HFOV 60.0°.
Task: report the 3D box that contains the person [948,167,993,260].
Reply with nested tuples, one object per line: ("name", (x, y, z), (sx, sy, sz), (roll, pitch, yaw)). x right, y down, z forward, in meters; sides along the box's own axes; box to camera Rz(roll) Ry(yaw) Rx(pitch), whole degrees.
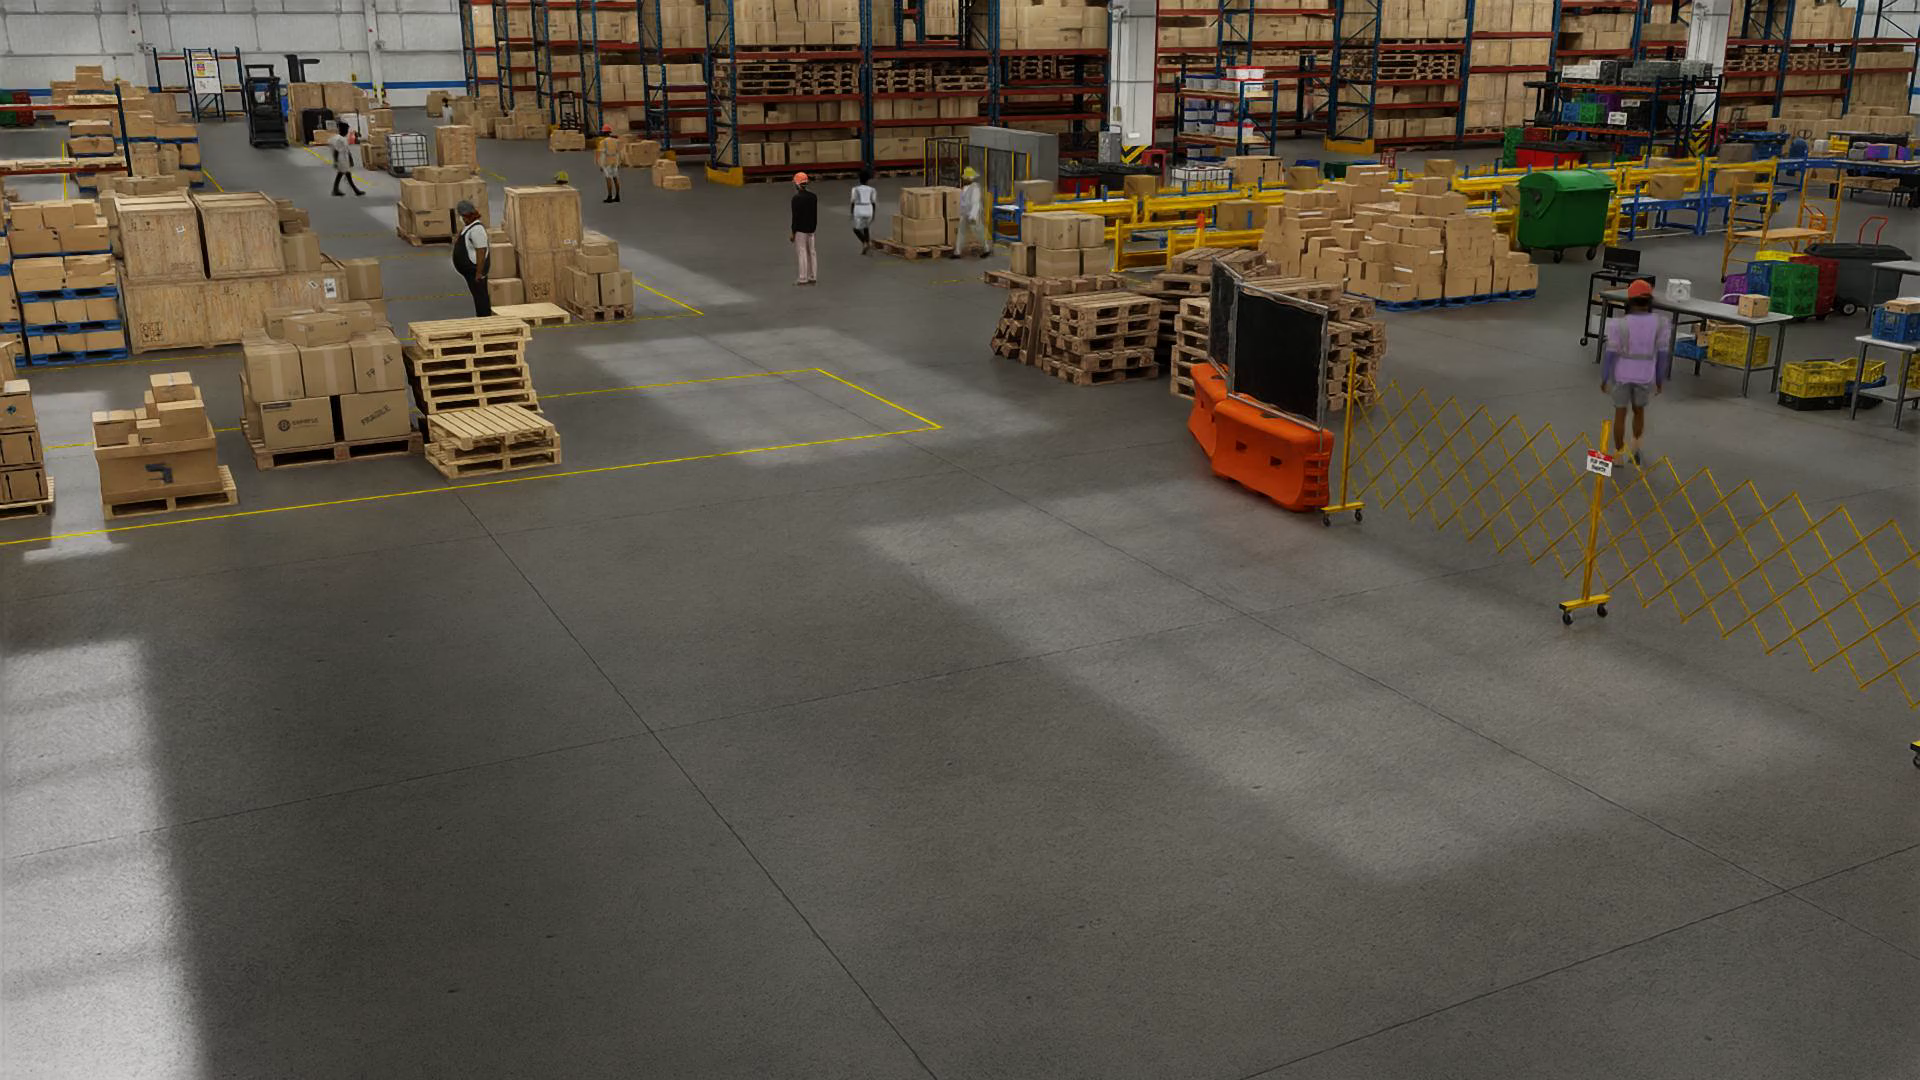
("person", (0.239, -6.366, 32.438), (0.910, 1.796, 0.604), (-9, 20, -27))

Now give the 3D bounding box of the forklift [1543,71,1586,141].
("forklift", (18.685, -13.231, 52.085), (1.873, 2.768, 1.129), (-9, 20, -26))

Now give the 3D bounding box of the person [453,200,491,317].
("person", (-7.296, -4.071, 24.880), (0.536, 2.000, 0.684), (-8, 19, -22))

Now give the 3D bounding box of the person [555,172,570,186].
("person", (-7.506, -6.189, 31.955), (0.800, 1.733, 0.547), (2, 18, 5))

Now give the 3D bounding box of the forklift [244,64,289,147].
("forklift", (-24.565, -15.336, 58.646), (1.129, 2.768, 1.873), (-9, 20, -27))

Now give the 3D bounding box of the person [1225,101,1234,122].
("person", (10.534, -17.031, 65.523), (0.959, 1.901, 0.546), (1, 18, 4))

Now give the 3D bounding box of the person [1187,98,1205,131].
("person", (8.674, -15.687, 61.280), (0.664, 1.916, 0.665), (1, 18, 2))

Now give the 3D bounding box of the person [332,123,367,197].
("person", (-15.925, -9.839, 43.080), (1.025, 1.898, 0.707), (0, 18, -1))

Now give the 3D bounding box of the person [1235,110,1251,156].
("person", (8.882, -12.705, 52.382), (0.563, 1.664, 0.587), (11, 21, 30))

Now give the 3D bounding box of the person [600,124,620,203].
("person", (-8.840, -9.480, 41.908), (0.360, 1.939, 0.543), (15, 23, 38))

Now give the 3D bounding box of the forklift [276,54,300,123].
("forklift", (-28.221, -19.166, 70.584), (1.873, 2.768, 1.129), (-9, 20, -26))

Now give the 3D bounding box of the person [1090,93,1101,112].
("person", (5.560, -17.538, 67.439), (0.542, 1.679, 0.475), (-2, 18, -7))

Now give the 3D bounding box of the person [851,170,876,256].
("person", (-1.890, -6.445, 32.856), (0.546, 1.680, 0.430), (-9, 20, -27))

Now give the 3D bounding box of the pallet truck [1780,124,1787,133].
("pallet truck", (25.206, -12.542, 52.601), (1.601, 1.201, 0.680), (0, 18, -2))

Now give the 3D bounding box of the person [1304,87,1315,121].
("person", (14.314, -17.610, 67.753), (0.674, 1.614, 0.540), (-10, 20, -28))

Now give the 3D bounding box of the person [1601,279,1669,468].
("person", (7.153, -1.764, 17.713), (0.627, 2.024, 0.422), (2, 18, 6))

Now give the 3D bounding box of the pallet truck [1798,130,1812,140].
("pallet truck", (25.526, -11.556, 49.408), (1.630, 1.274, 0.653), (-9, 20, -26))

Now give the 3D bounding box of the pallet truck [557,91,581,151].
("pallet truck", (-13.495, -14.412, 57.188), (0.823, 1.965, 1.885), (-3, 18, -9))

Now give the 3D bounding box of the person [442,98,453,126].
("person", (-17.273, -13.922, 55.910), (0.540, 1.838, 0.709), (10, 20, 28))

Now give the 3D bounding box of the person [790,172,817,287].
("person", (-2.753, -5.454, 29.265), (0.379, 1.996, 0.610), (13, 22, 35))
